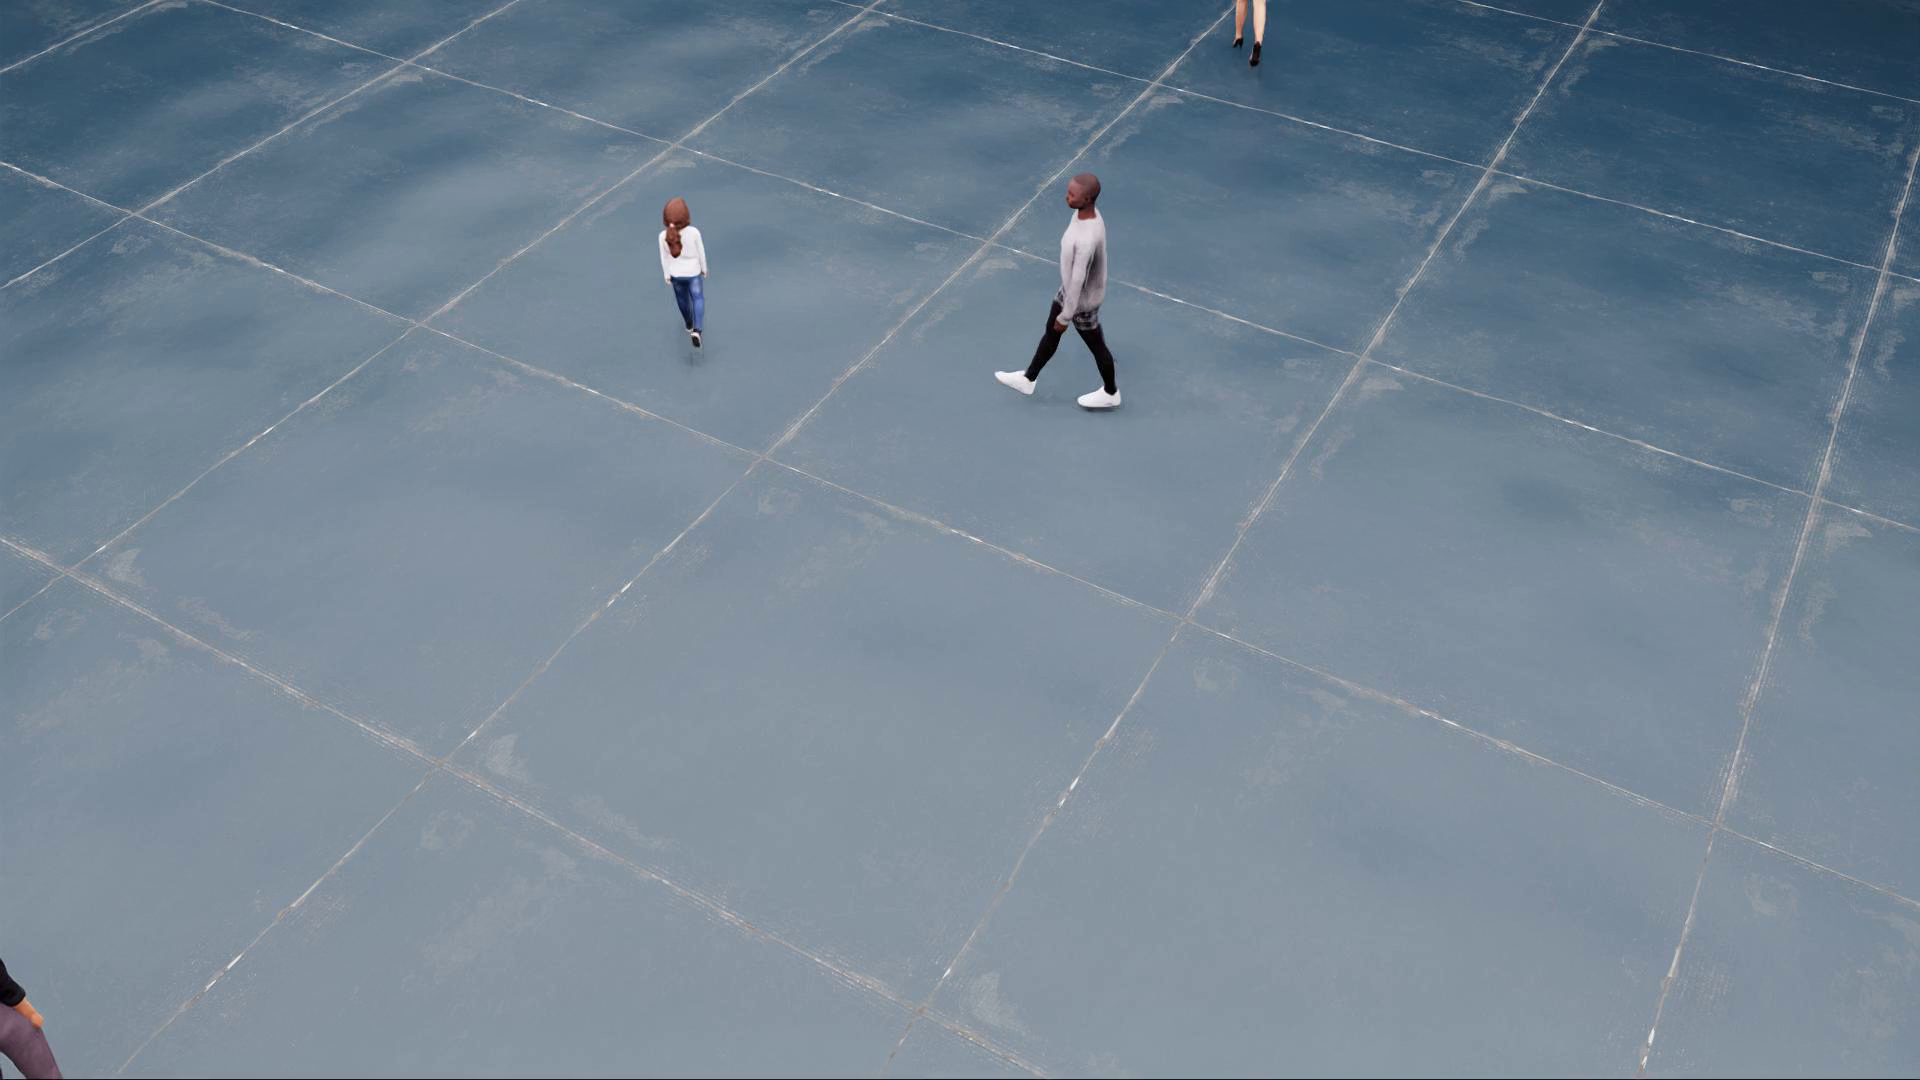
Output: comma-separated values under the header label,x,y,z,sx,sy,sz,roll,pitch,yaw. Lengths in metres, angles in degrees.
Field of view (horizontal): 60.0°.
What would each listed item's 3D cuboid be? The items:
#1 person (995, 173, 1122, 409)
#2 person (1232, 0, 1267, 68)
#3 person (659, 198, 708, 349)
label,x,y,z,sx,sy,sz,roll,pitch,yaw
person,0.881,-1.547,10.636,1.065,1.741,1.114,-1,42,-1
person,2.573,-4.901,14.413,0.860,1.627,1.063,1,42,1
person,-1.891,-1.832,11.427,0.691,1.099,0.792,-6,43,-6
